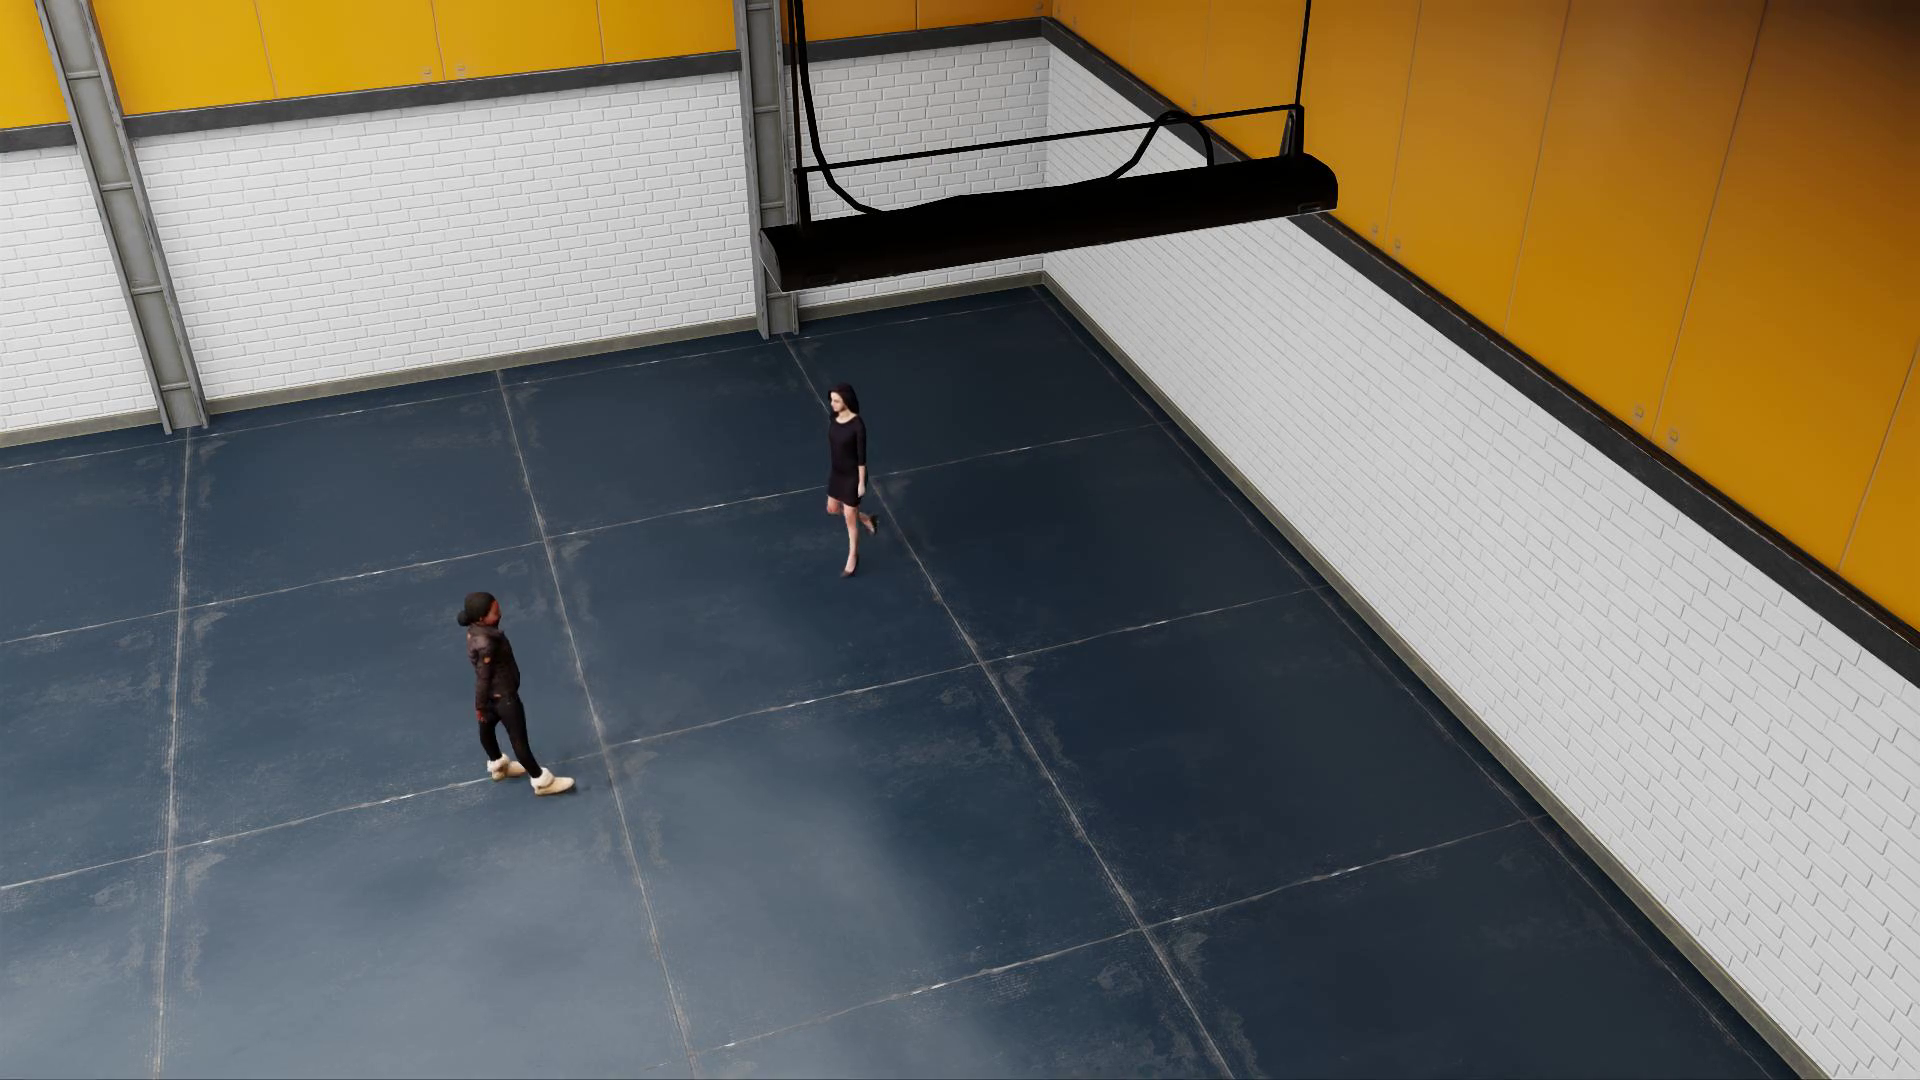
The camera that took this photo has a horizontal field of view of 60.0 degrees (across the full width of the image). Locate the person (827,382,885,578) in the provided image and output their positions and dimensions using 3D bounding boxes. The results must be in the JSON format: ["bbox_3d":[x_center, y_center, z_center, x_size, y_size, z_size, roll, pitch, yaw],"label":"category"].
[{"bbox_3d":[-0.859,-0.528,13.850,0.893,1.790,0.761,-27,42,-34],"label":"person"}]

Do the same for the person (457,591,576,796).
[{"bbox_3d":[-3.067,1.041,11.630,0.672,1.635,0.838,-11,35,-16],"label":"person"}]
